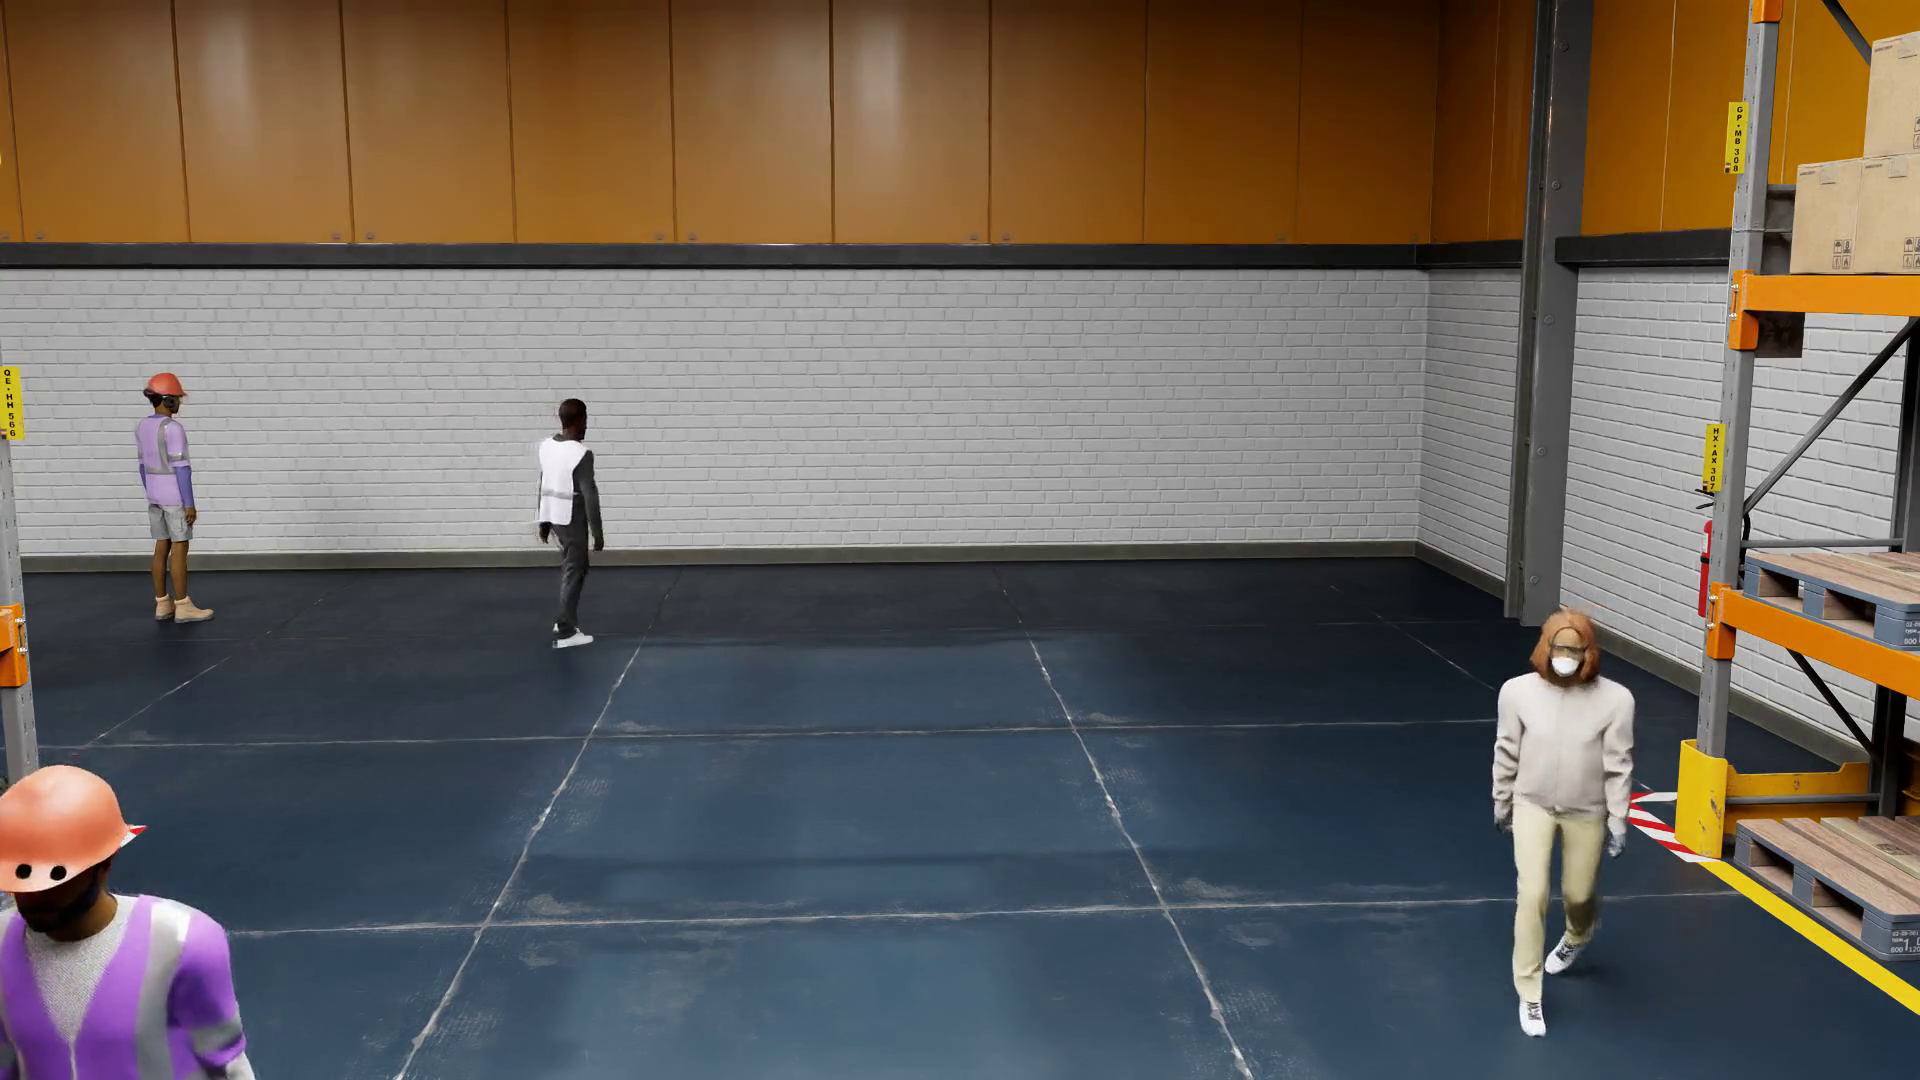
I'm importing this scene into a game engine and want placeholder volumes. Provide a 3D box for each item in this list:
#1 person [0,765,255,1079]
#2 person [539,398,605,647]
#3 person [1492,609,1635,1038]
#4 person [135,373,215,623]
[{"bbox_3d":[-1.806,1.346,3.589,0.563,1.877,0.846,0,9,2],"label":"person"},{"bbox_3d":[-2.937,-0.129,12.690,0.636,1.901,0.500,9,12,43],"label":"person"},{"bbox_3d":[2.309,1.021,6.401,0.504,1.605,0.709,3,10,21],"label":"person"},{"bbox_3d":[-6.449,-0.344,13.612,0.605,2.045,0.372,6,11,33],"label":"person"}]
